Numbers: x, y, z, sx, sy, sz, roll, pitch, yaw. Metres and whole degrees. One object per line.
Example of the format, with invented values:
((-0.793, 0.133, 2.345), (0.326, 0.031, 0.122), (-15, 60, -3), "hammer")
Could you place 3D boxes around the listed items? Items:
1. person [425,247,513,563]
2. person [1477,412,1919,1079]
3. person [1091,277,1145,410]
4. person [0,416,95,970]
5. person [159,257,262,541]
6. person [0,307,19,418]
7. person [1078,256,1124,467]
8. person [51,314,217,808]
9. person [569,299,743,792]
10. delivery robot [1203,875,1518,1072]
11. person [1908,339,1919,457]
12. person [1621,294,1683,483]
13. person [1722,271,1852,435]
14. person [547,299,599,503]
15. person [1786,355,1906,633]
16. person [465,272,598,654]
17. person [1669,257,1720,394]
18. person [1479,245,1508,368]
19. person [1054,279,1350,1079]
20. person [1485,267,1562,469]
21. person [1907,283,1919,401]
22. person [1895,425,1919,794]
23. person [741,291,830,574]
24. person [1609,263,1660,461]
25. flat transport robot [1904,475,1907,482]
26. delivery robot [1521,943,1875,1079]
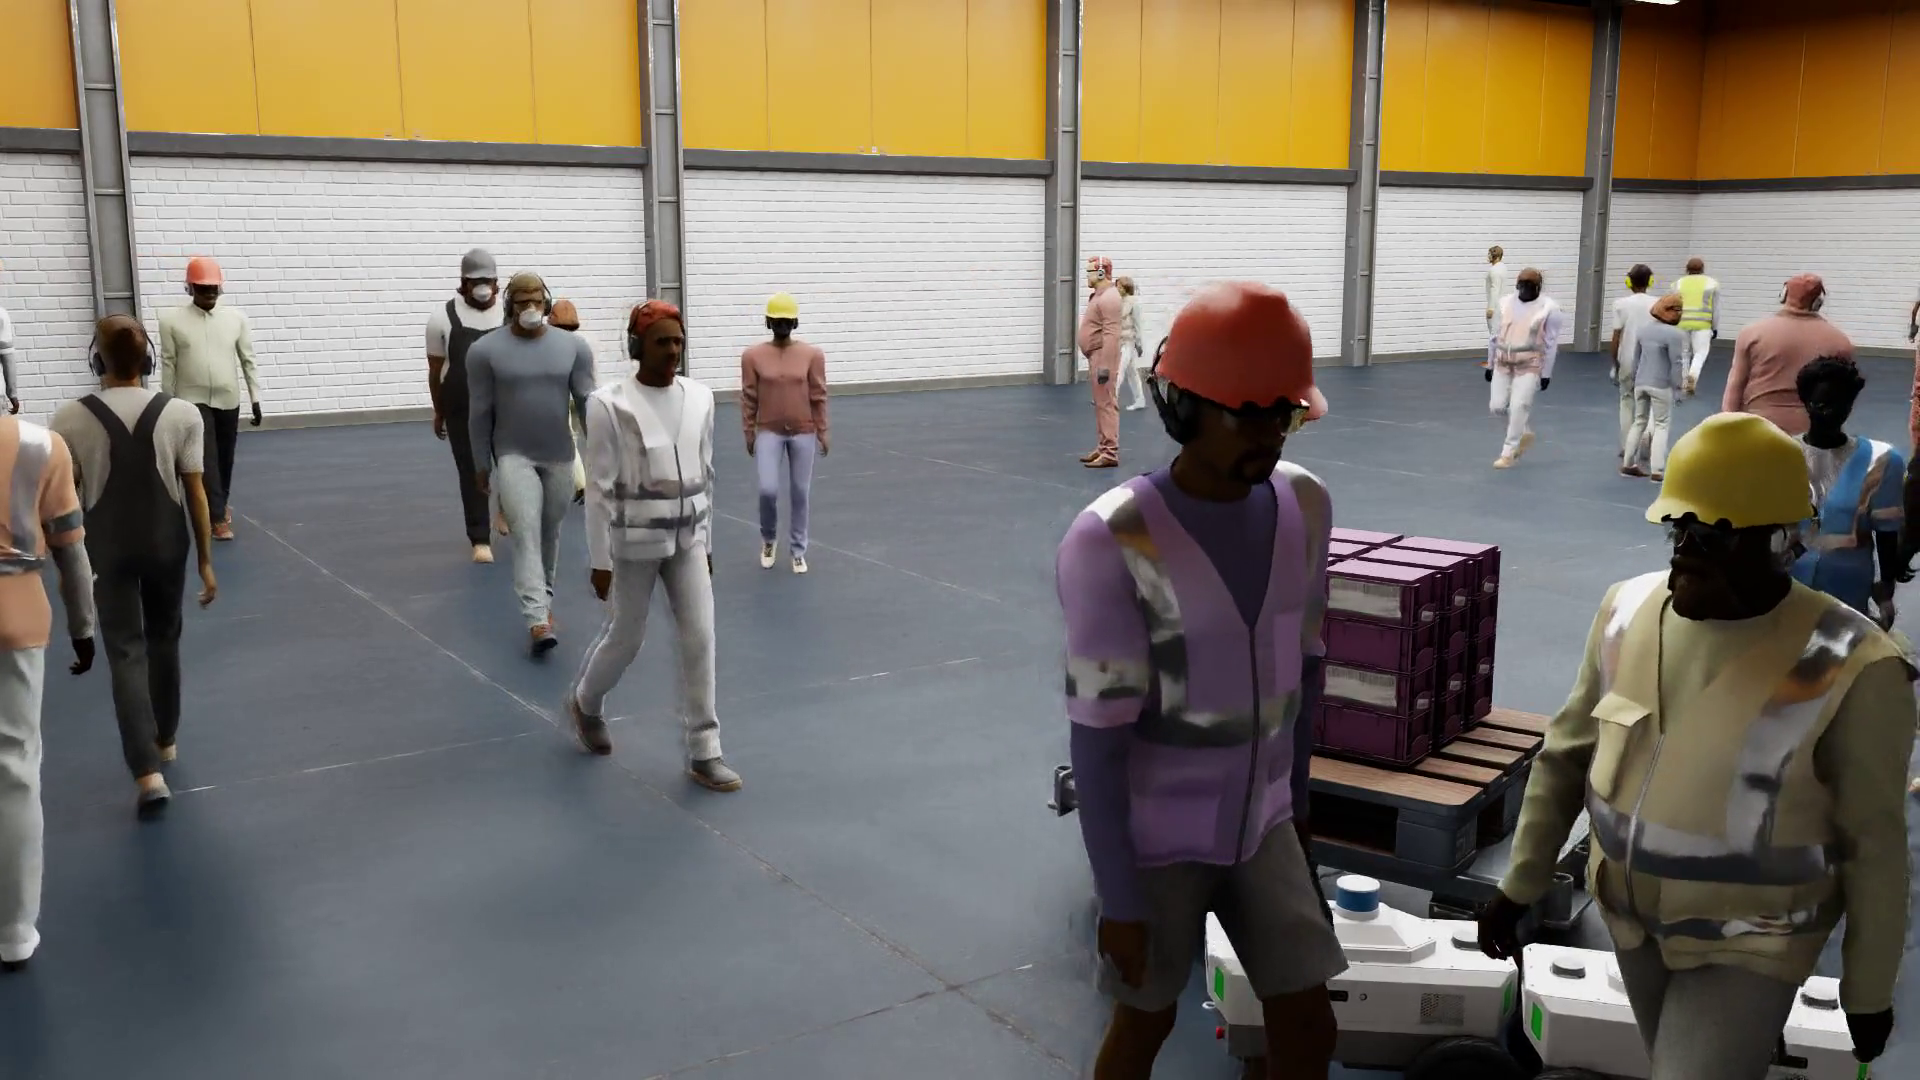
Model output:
((-3.089, -0.898, 10.794), (0.694, 2.000, 0.728), (-4, 11, -20), "person")
((1.253, 0.667, 2.918), (0.914, 1.780, 0.610), (-5, 12, -27), "person")
((1.901, -2.321, 19.822), (0.856, 1.597, 0.524), (-4, 11, -23), "person")
((-2.906, 0.250, 4.923), (0.619, 1.876, 0.958), (-6, 12, -31), "person")
((-5.285, -1.015, 11.733), (0.619, 1.947, 1.034), (-7, 13, -36), "person")
((-7.198, -1.095, 12.160), (0.547, 1.935, 0.373), (-6, 12, -31), "person")
((1.266, -1.611, 15.075), (0.400, 1.907, 0.644), (0, 10, 0), "person")
((-3.073, 0.061, 6.208), (0.524, 1.805, 0.944), (-6, 12, -30), "person")
((-1.211, 0.004, 6.398), (0.585, 1.854, 0.891), (-10, 14, -44), "person")
((0.938, 1.044, 3.967), (0.707, 0.478, 0.477), (1, 10, 7), "delivery robot")
((5.604, -0.564, 9.220), (0.616, 1.961, 0.966), (4, 11, 23), "person")
((5.942, -1.297, 14.192), (0.327, 1.603, 0.582), (-4, 11, -22), "person")
((4.799, -0.619, 9.700), (0.669, 1.883, 0.623), (2, 10, 9), "person")
((-3.095, -1.097, 13.114), (0.510, 1.593, 0.833), (-8, 13, -37), "person")
((3.091, 0.156, 6.041), (0.542, 1.671, 0.752), (4, 11, 22), "person")
((-2.114, -0.389, 8.396), (0.655, 1.888, 0.990), (-5, 11, -26), "person")
((9.586, -2.794, 21.789), (0.631, 1.822, 0.737), (7, 12, 32), "person")
((8.496, -3.697, 26.421), (0.379, 1.940, 0.629), (6, 12, 29), "person")
((0.499, 0.545, 2.998), (0.650, 1.996, 0.851), (-6, 12, -29), "person")
((5.070, -1.548, 14.973), (0.545, 1.816, 0.664), (-9, 14, -42), "person")
((12.425, -2.678, 21.118), (0.902, 1.827, 0.500), (-5, 12, -27), "person")
((3.948, 0.030, 6.353), (0.888, 1.810, 0.633), (-6, 12, -31), "person")
((-1.070, -0.650, 10.241), (0.531, 1.754, 0.385), (-2, 10, -9), "person")
((6.256, -1.626, 15.345), (0.504, 1.843, 0.755), (2, 11, 12), "person")
((7.070, -0.538, 13.675), (1.431, 0.197, 0.652), (-6, 12, -28), "flat transport robot")
((1.629, 1.090, 3.717), (0.707, 0.478, 0.477), (3, 11, 17), "delivery robot")
